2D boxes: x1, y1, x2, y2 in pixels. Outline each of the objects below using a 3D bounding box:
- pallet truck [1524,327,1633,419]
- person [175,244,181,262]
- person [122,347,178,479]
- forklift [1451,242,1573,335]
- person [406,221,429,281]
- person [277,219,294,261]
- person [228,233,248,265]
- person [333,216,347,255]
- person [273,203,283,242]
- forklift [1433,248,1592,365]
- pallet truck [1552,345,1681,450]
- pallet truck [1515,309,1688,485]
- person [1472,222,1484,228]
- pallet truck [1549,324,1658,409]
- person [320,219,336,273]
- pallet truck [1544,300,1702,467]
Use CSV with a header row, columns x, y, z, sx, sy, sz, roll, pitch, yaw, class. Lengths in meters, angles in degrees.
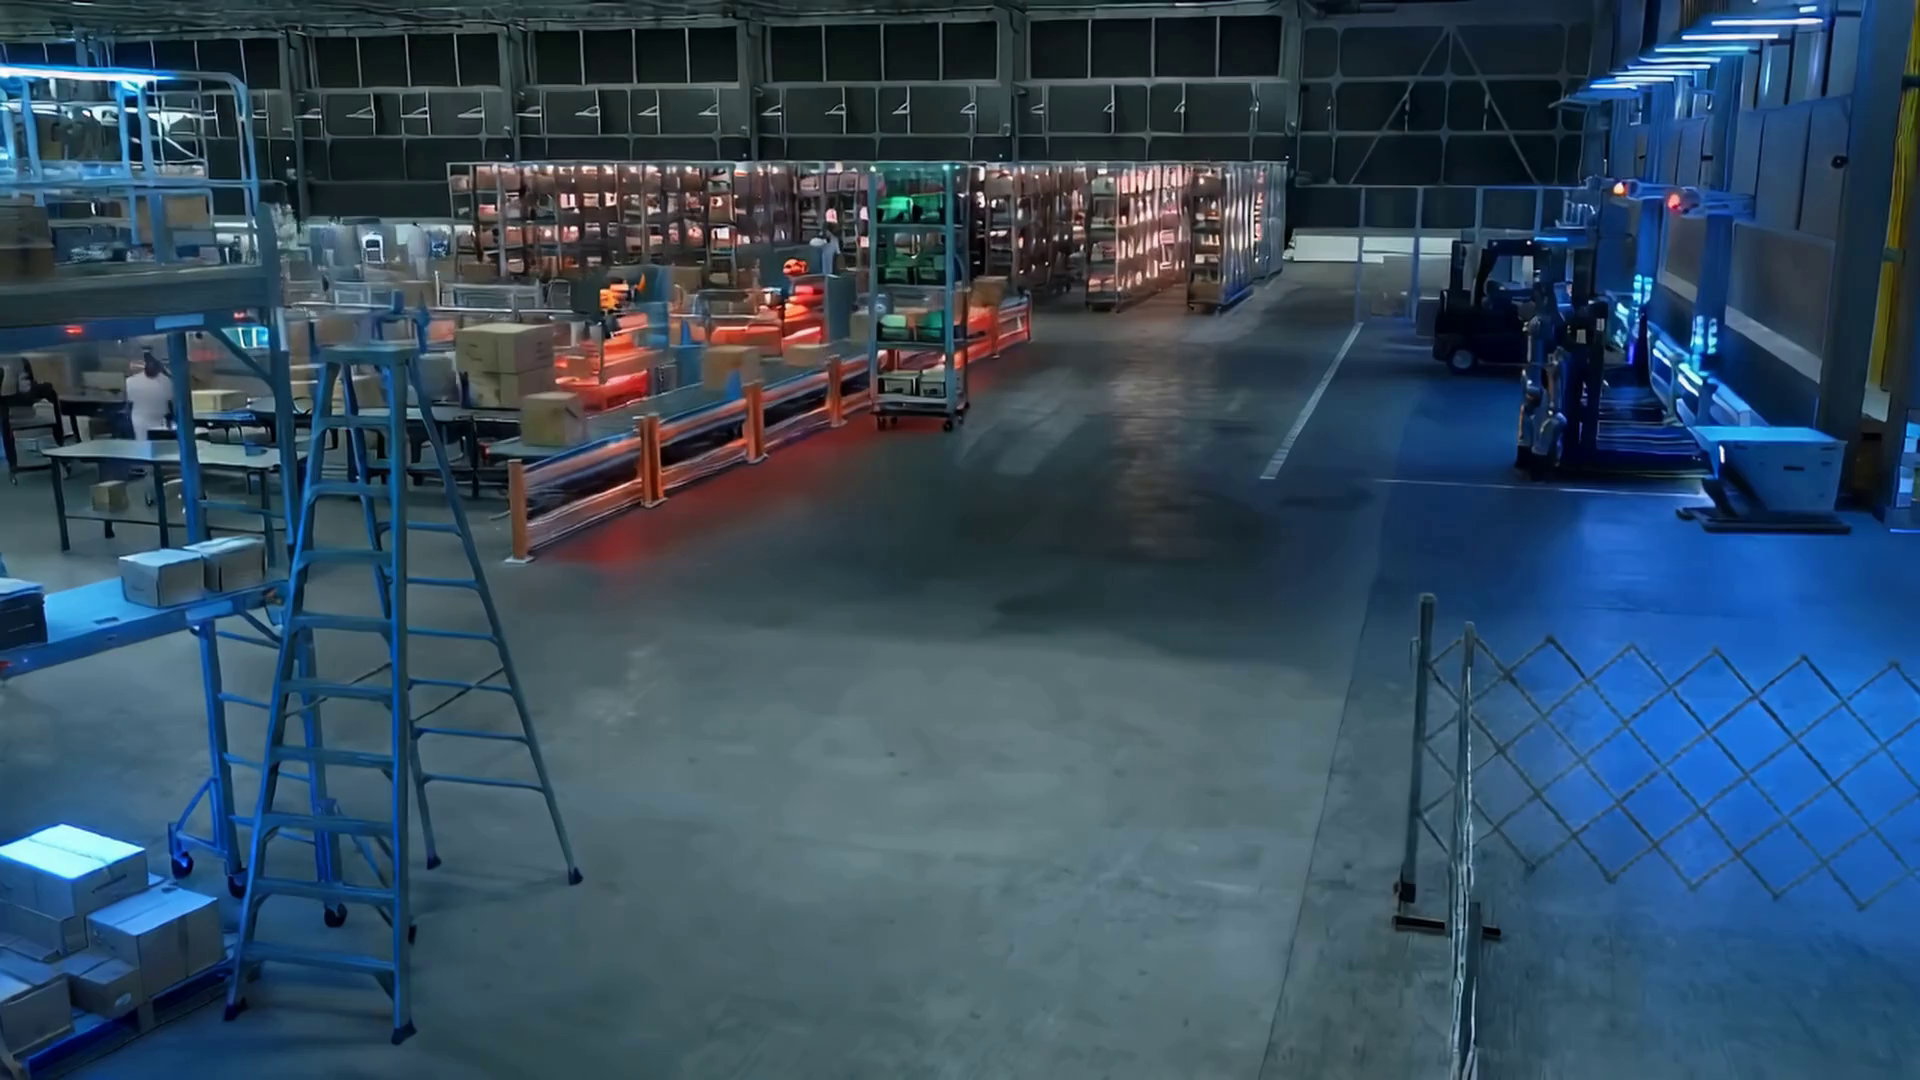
x,y,z,sx,sy,sz,roll,pitch,yaw,class
9.065,-2.460,24.370,1.522,1.261,0.704,3,13,14,pallet truck
-17.063,-5.494,36.181,0.999,1.880,0.632,3,13,14,person
-8.498,-1.131,17.517,0.929,1.798,0.547,9,16,35,person
10.464,-4.597,31.405,2.680,1.987,1.157,4,14,16,forklift
-16.086,-8.528,49.380,0.634,1.860,1.028,-5,14,-21,person
-20.702,-8.930,51.101,0.388,1.848,0.564,7,15,28,person
-19.201,-7.365,44.370,0.589,1.834,0.403,6,14,25,person
-21.610,-10.417,57.869,0.952,1.689,0.485,3,13,15,person
-26.820,-12.314,65.525,0.551,1.933,0.369,13,18,43,person
9.780,-4.111,29.280,2.680,1.987,1.157,3,13,14,forklift
8.641,-1.896,21.908,1.630,1.274,0.653,4,14,16,pallet truck
7.554,-1.677,19.446,1.885,1.965,0.823,3,13,14,pallet truck
14.272,-7.836,46.050,0.382,1.993,0.622,6,14,23,person
9.824,-2.669,25.407,1.601,1.201,0.680,4,14,16,pallet truck
-20.502,-9.535,53.954,0.401,1.733,0.586,10,17,38,person
8.263,-1.952,20.631,1.885,1.965,0.823,5,14,20,pallet truck
